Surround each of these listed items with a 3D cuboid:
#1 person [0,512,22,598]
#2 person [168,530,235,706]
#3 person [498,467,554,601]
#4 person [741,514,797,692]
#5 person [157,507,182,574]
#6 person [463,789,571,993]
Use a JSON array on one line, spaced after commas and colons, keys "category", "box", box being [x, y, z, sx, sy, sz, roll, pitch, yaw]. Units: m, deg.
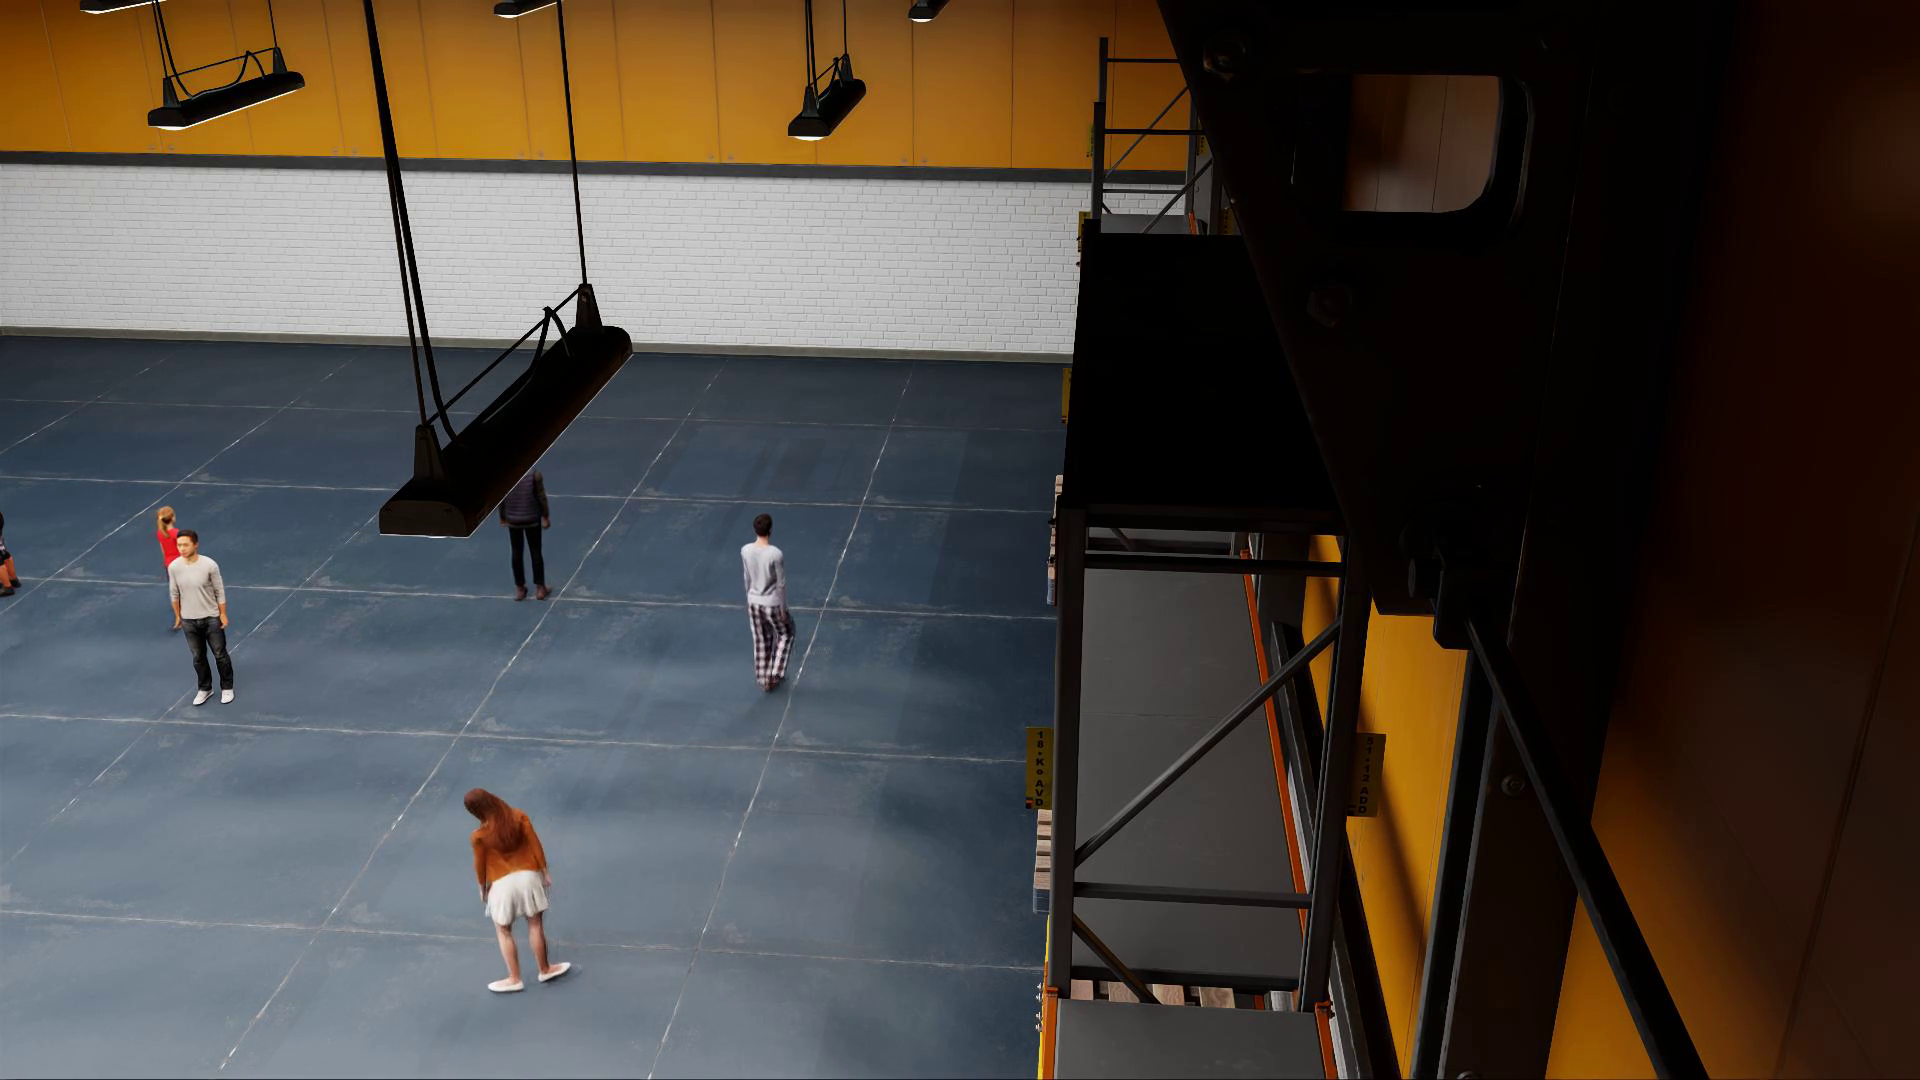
[{"category": "person", "box": [-10.717, -0.187, 18.360, 0.695, 1.660, 0.555, -6, 24, -13]}, {"category": "person", "box": [-7.330, 0.723, 16.089, 0.683, 1.811, 0.607, -2, 24, -5]}, {"category": "person", "box": [-4.789, -0.225, 18.230, 0.706, 1.835, 0.559, 1, 24, 2]}, {"category": "person", "box": [-1.921, 0.655, 16.214, 0.746, 1.836, 0.774, 9, 25, 20]}, {"category": "person", "box": [-8.376, 0.273, 17.747, 0.552, 1.308, 0.573, 6, 24, 14]}, {"category": "person", "box": [-3.188, 2.527, 12.137, 0.849, 1.671, 0.814, -5, 24, -11]}]
